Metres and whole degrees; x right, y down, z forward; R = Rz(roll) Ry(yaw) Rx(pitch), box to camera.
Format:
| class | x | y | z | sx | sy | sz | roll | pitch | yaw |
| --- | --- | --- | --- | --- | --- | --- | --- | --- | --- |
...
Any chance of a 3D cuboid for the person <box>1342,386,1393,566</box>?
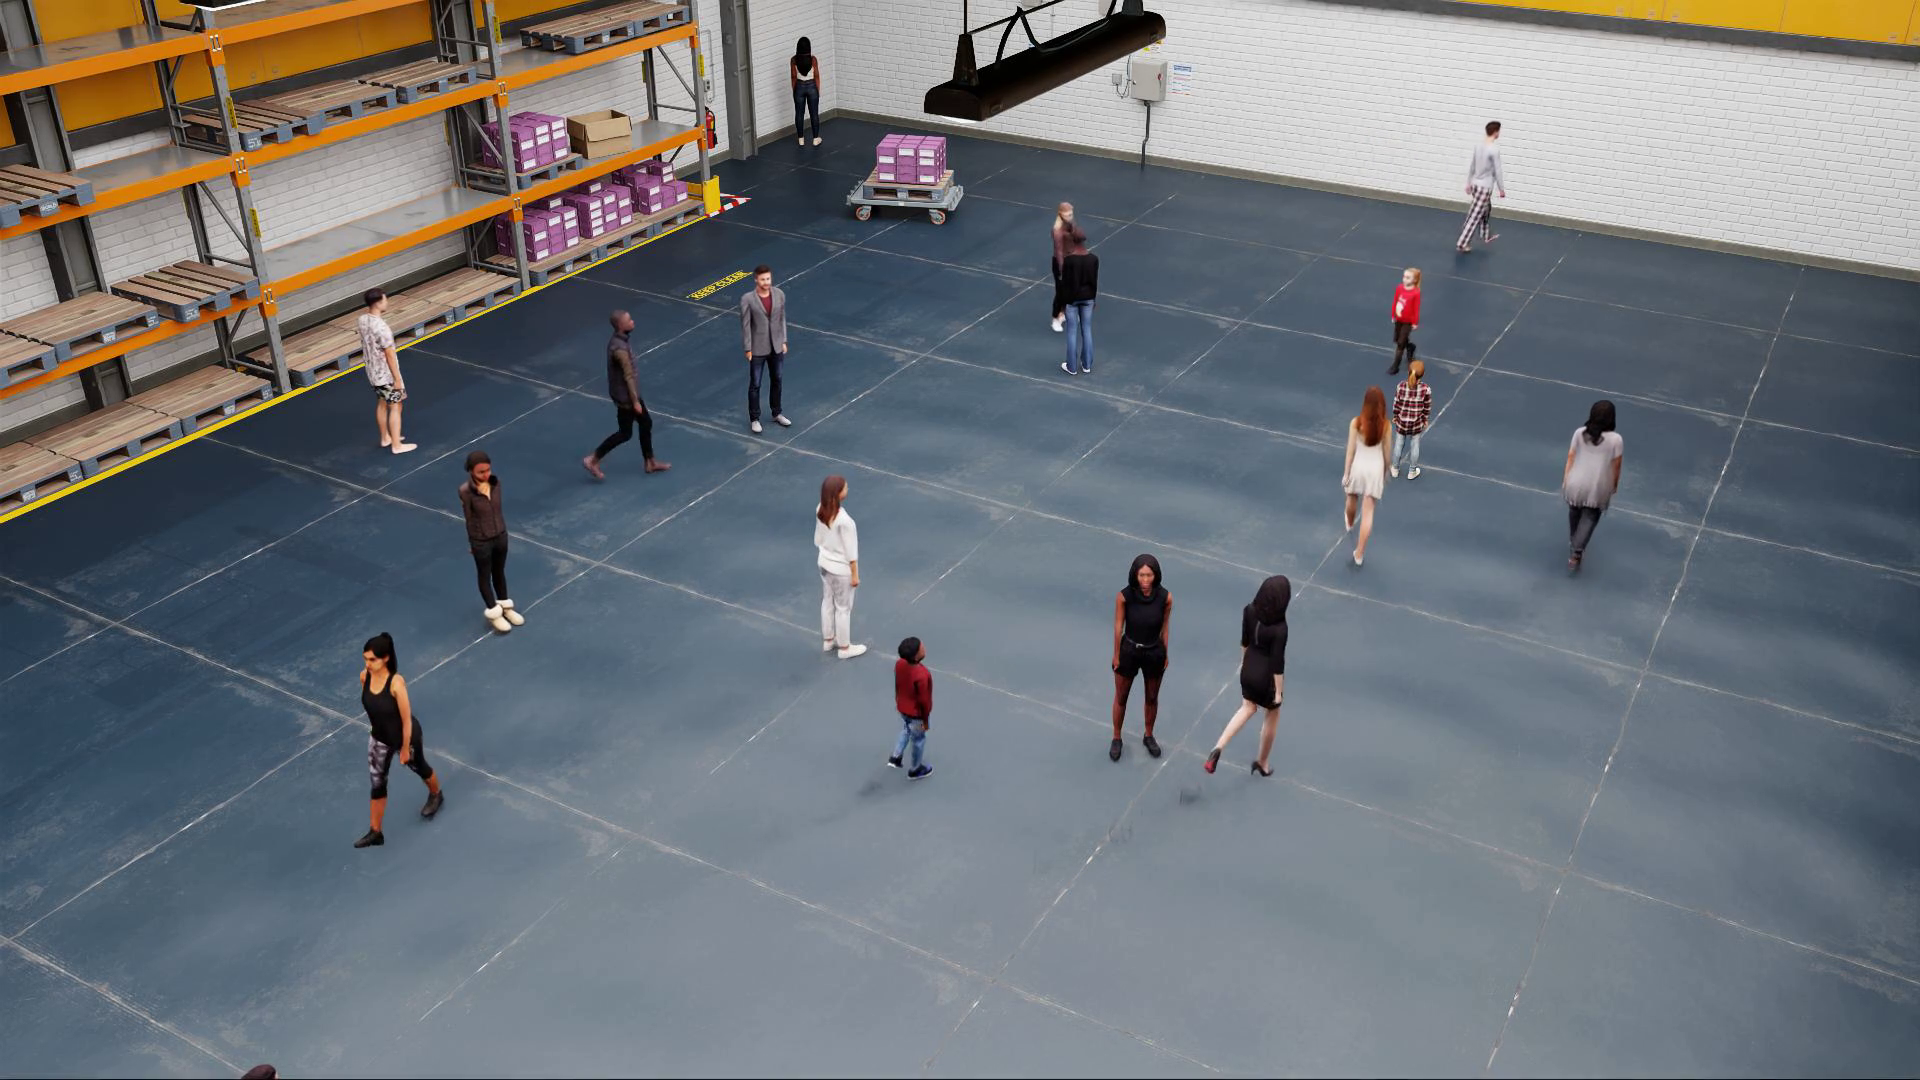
| class | x | y | z | sx | sy | sz | roll | pitch | yaw |
| --- | --- | --- | --- | --- | --- | --- | --- | --- | --- |
| person | 3.790 | -0.571 | 15.505 | 0.856 | 1.656 | 1.218 | 5 | 29 | 8 |

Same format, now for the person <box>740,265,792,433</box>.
| class | x | y | z | sx | sy | sz | roll | pitch | yaw |
| --- | --- | --- | --- | --- | --- | --- | --- | --- | --- |
| person | -2.115 | -2.105 | 18.092 | 0.722 | 1.873 | 0.838 | -15 | 32 | -26 |

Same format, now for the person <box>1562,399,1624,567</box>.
| class | x | y | z | sx | sy | sz | roll | pitch | yaw |
| --- | --- | --- | --- | --- | --- | --- | --- | --- | --- |
| person | 5.843 | -0.503 | 15.467 | 0.688 | 1.574 | 1.066 | 19 | 34 | 31 |

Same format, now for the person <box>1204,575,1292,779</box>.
| class | x | y | z | sx | sy | sz | roll | pitch | yaw |
| --- | --- | --- | --- | --- | --- | --- | --- | --- | --- |
| person | 2.162 | 1.080 | 12.344 | 0.989 | 1.784 | 0.833 | -18 | 33 | -29 |

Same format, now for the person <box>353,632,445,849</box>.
| class | x | y | z | sx | sy | sz | roll | pitch | yaw |
| --- | --- | --- | --- | --- | --- | --- | --- | --- | --- |
| person | -4.003 | 1.372 | 11.982 | 0.710 | 1.619 | 1.104 | 11 | 30 | 19 |

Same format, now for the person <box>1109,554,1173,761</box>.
| class | x | y | z | sx | sy | sz | roll | pitch | yaw |
| --- | --- | --- | --- | --- | --- | --- | --- | --- | --- |
| person | 1.383 | 0.889 | 12.739 | 0.670 | 1.741 | 0.700 | -3 | 29 | -6 |

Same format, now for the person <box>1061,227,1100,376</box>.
| class | x | y | z | sx | sy | sz | roll | pitch | yaw |
| --- | --- | --- | --- | --- | --- | --- | --- | --- | --- |
| person | 1.395 | -2.803 | 19.503 | 0.679 | 1.747 | 0.741 | -8 | 30 | -14 |

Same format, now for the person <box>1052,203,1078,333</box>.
| class | x | y | z | sx | sy | sz | roll | pitch | yaw |
| --- | --- | --- | --- | --- | --- | --- | --- | --- | --- |
| person | 1.287 | -3.452 | 20.768 | 0.843 | 1.674 | 0.482 | 8 | 30 | 15 |

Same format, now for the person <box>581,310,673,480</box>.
| class | x | y | z | sx | sy | sz | roll | pitch | yaw |
| --- | --- | --- | --- | --- | --- | --- | --- | --- | --- |
| person | -3.476 | -1.439 | 16.939 | 1.187 | 1.806 | 1.190 | -4 | 29 | -7 |

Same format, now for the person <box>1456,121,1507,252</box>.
| class | x | y | z | sx | sy | sz | roll | pitch | yaw |
| --- | --- | --- | --- | --- | --- | --- | --- | --- | --- |
| person | 7.250 | -4.918 | 23.305 | 1.137 | 1.818 | 1.035 | -9 | 30 | -17 |

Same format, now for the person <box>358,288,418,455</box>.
| class | x | y | z | sx | sy | sz | roll | pitch | yaw |
| --- | --- | --- | --- | --- | --- | --- | --- | --- | --- |
| person | -6.107 | -1.787 | 17.573 | 0.714 | 1.811 | 0.639 | 23 | 36 | 35 |

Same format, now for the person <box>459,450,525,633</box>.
| class | x | y | z | sx | sy | sz | roll | pitch | yaw |
| --- | --- | --- | --- | --- | --- | --- | --- | --- | --- |
| person | -4.117 | -0.018 | 14.488 | 0.667 | 1.658 | 0.609 | 2 | 29 | 4 |

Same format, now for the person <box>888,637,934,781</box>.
| class | x | y | z | sx | sy | sz | roll | pitch | yaw |
| --- | --- | --- | --- | --- | --- | --- | --- | --- | --- |
| person | -0.400 | 1.283 | 12.530 | 0.658 | 1.250 | 0.596 | -22 | 36 | -35 |

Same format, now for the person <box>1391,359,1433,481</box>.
| class | x | y | z | sx | sy | sz | roll | pitch | yaw |
| --- | --- | --- | --- | --- | --- | --- | --- | --- | --- |
| person | 4.638 | -1.249 | 17.113 | 0.556 | 1.306 | 0.561 | 11 | 30 | 19 |

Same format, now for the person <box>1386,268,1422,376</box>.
| class | x | y | z | sx | sy | sz | roll | pitch | yaw |
| --- | --- | --- | --- | --- | --- | --- | --- | --- | --- |
| person | 5.289 | -2.603 | 19.638 | 0.895 | 1.266 | 0.666 | -22 | 36 | -35 |

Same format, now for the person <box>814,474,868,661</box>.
| class | x | y | z | sx | sy | sz | roll | pitch | yaw |
| --- | --- | --- | --- | --- | --- | --- | --- | --- | --- |
| person | -1.037 | 0.214 | 14.033 | 0.624 | 1.688 | 0.661 | -24 | 37 | -37 |

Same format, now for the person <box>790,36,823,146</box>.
| class | x | y | z | sx | sy | sz | roll | pitch | yaw |
| --- | --- | --- | --- | --- | --- | --- | --- | --- | --- |
| person | -2.623 | -7.645 | 28.314 | 0.743 | 1.809 | 0.753 | 1 | 29 | 3 |
